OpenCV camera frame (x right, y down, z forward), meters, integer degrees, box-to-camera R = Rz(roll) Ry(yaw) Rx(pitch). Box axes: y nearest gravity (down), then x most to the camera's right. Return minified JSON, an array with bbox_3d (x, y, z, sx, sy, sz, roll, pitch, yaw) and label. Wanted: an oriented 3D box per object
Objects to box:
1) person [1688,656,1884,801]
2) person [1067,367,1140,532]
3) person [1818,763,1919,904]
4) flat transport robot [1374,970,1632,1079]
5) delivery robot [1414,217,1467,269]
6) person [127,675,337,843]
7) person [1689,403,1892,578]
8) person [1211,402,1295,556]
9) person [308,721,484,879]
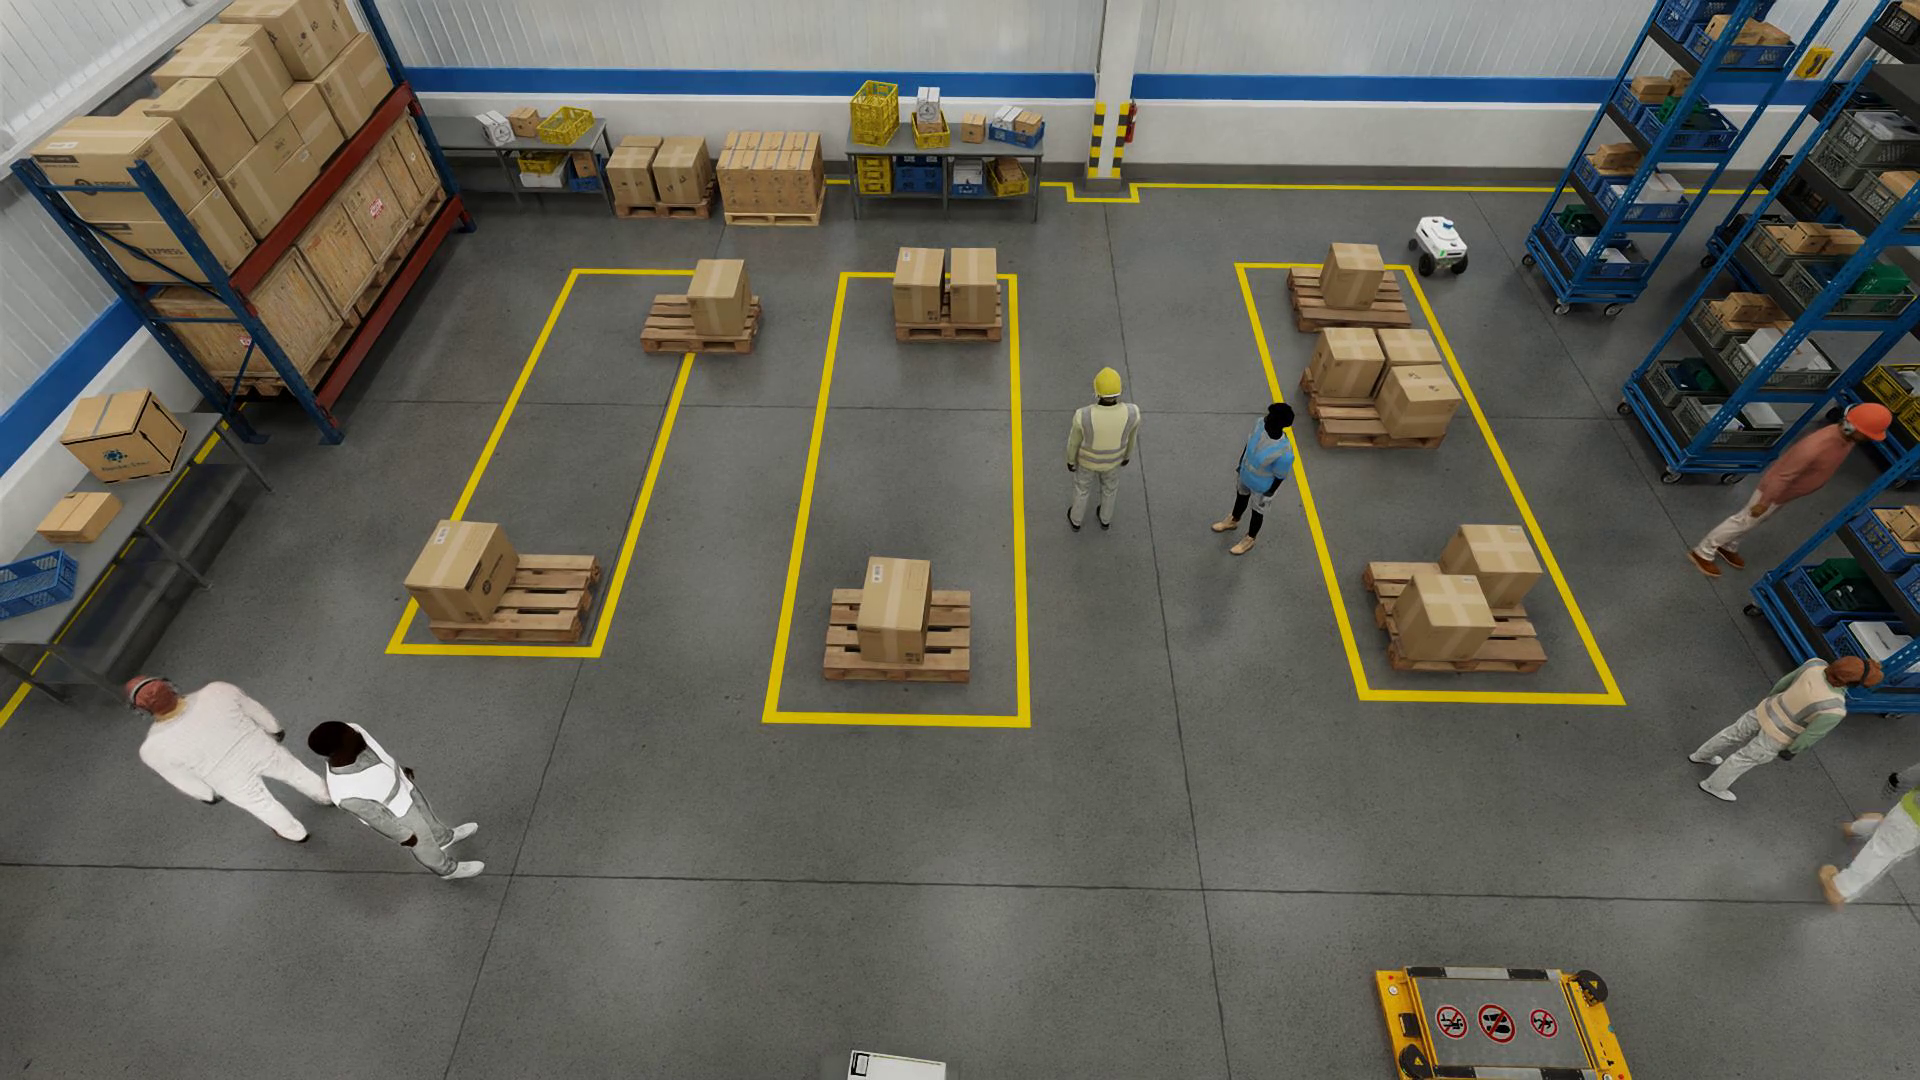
[{"bbox_3d":[5.828,1.311,6.520,0.310,1.642,0.514,10,52,8],"label":"person"},{"bbox_3d":[1.231,-0.760,8.097,0.598,1.826,0.403,-3,51,-2],"label":"person"},{"bbox_3d":[6.486,1.800,6.032,0.607,1.780,0.891,30,57,22],"label":"person"},{"bbox_3d":[3.501,3.133,5.914,1.431,0.197,0.652,1,51,1],"label":"flat transport robot"},{"bbox_3d":[5.891,-3.678,11.226,0.477,0.478,0.707,-5,51,-4],"label":"delivery robot"},{"bbox_3d":[-4.924,1.473,6.228,0.396,1.901,0.657,18,53,14],"label":"person"},{"bbox_3d":[6.948,-0.406,7.708,0.623,1.980,0.413,-21,54,-16],"label":"person"},{"bbox_3d":[2.592,-0.539,7.993,0.318,1.697,0.535,-17,53,-13],"label":"person"},{"bbox_3d":[-3.715,1.715,6.015,0.377,1.917,0.599,-20,54,-16],"label":"person"}]
